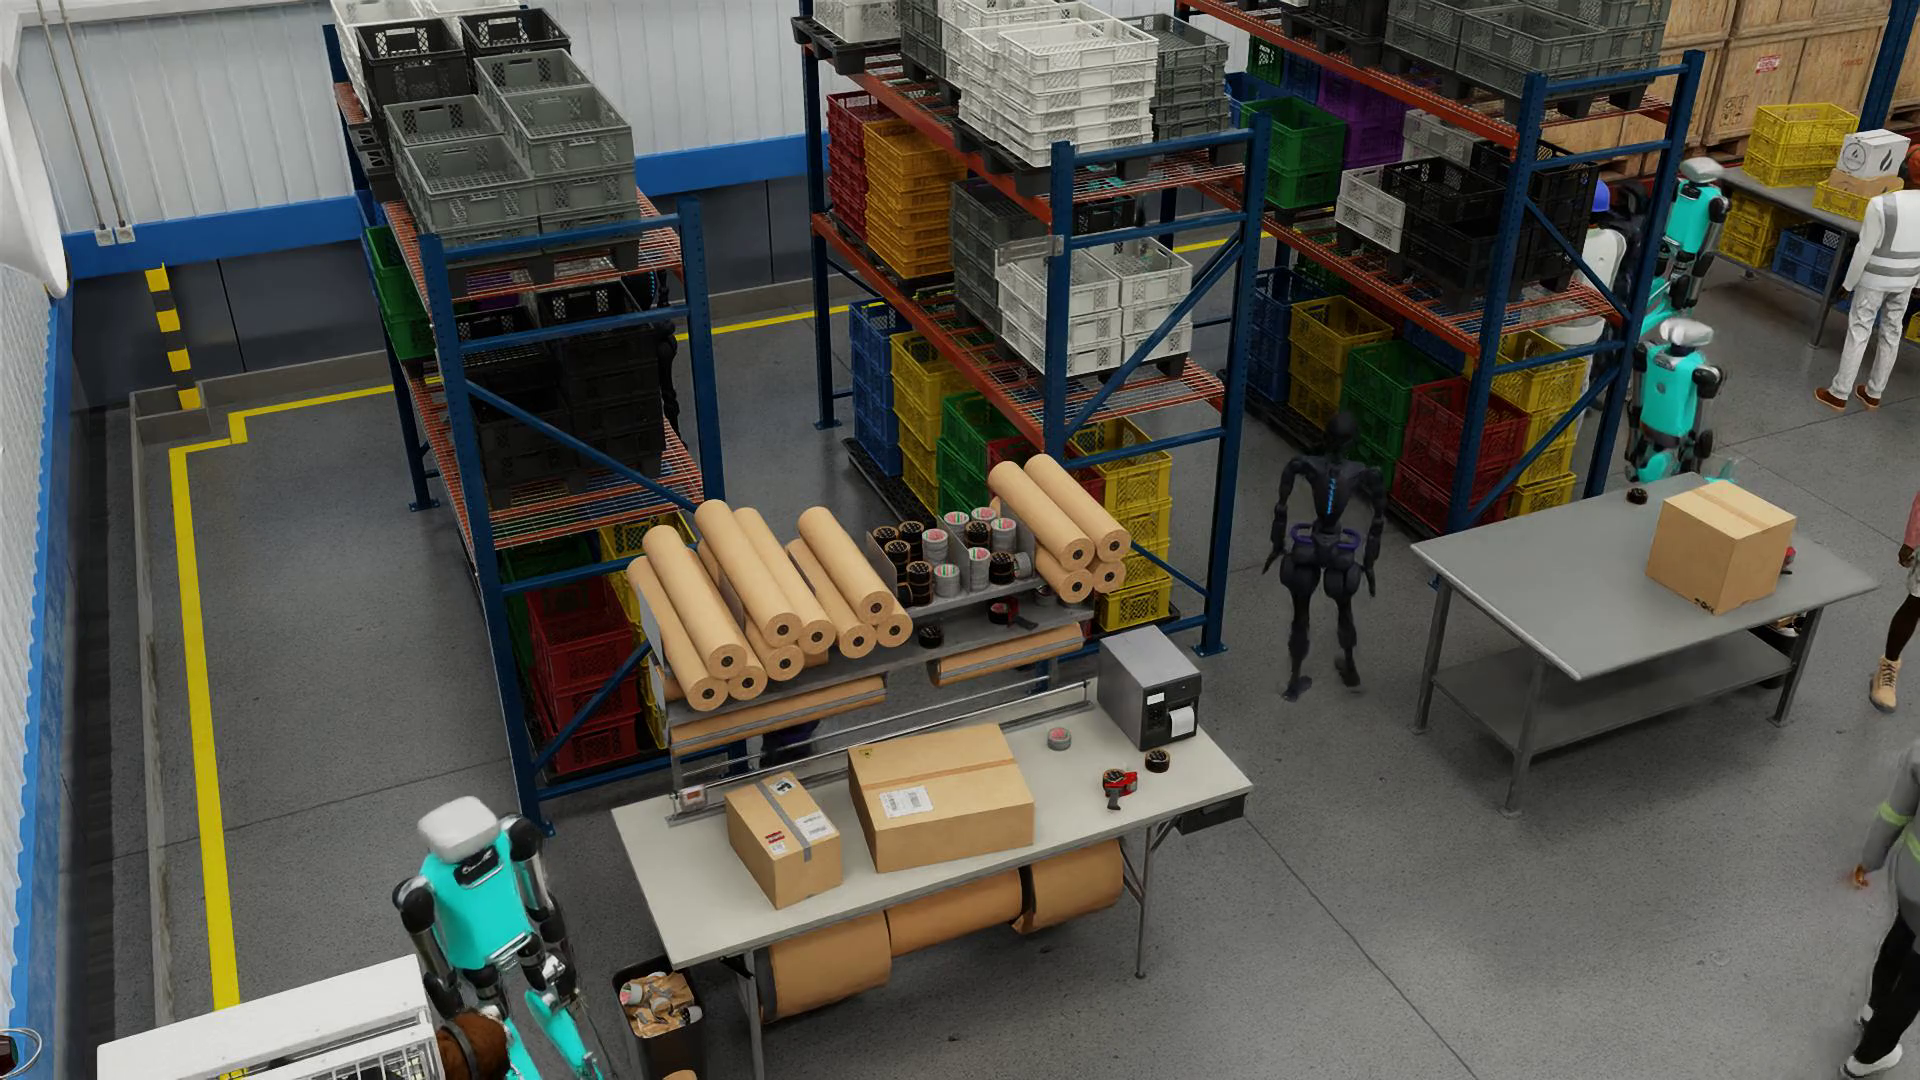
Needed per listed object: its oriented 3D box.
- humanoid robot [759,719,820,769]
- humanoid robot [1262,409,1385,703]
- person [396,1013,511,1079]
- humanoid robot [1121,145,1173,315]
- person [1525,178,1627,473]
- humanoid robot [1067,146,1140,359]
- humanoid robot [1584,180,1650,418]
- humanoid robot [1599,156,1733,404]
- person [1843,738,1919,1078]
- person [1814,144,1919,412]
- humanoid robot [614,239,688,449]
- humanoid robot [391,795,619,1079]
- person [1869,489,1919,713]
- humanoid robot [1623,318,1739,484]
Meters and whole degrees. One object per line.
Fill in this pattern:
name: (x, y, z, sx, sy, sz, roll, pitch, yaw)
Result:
humanoid robot: (-0.812, 0.895, 7.187, 0.550, 1.640, 0.615, 2, 32, 3)
humanoid robot: (1.864, 0.069, 8.536, 0.587, 1.646, 0.469, 8, 32, 12)
person: (-1.400, 2.127, 5.030, 0.431, 1.835, 0.620, -26, 40, -36)
humanoid robot: (1.371, -2.237, 12.218, 0.766, 1.776, 0.554, -13, 34, -20)
person: (3.856, -1.347, 10.556, 0.602, 1.949, 0.392, -17, 35, -25)
humanoid robot: (0.951, -2.080, 11.924, 0.531, 1.771, 0.673, -6, 32, -9)
humanoid robot: (4.438, -1.639, 11.286, 0.603, 1.657, 0.330, -21, 37, -30)
humanoid robot: (4.672, -1.728, 11.280, 0.740, 1.694, 0.535, -10, 33, -16)
person: (3.833, 1.311, 6.346, 0.686, 1.831, 0.625, -17, 35, -25)
person: (6.271, -1.754, 11.280, 0.572, 1.882, 0.356, -1, 32, -2)
humanoid robot: (-2.036, -1.279, 10.689, 0.315, 1.657, 0.599, 19, 36, 28)
humanoid robot: (-1.444, 1.751, 5.796, 0.783, 1.841, 0.555, 24, 39, 33)
person: (5.033, 0.018, 8.266, 0.610, 2.036, 0.404, 11, 33, 18)
humanoid robot: (4.074, -0.462, 9.362, 1.061, 1.754, 0.559, -17, 35, -25)
